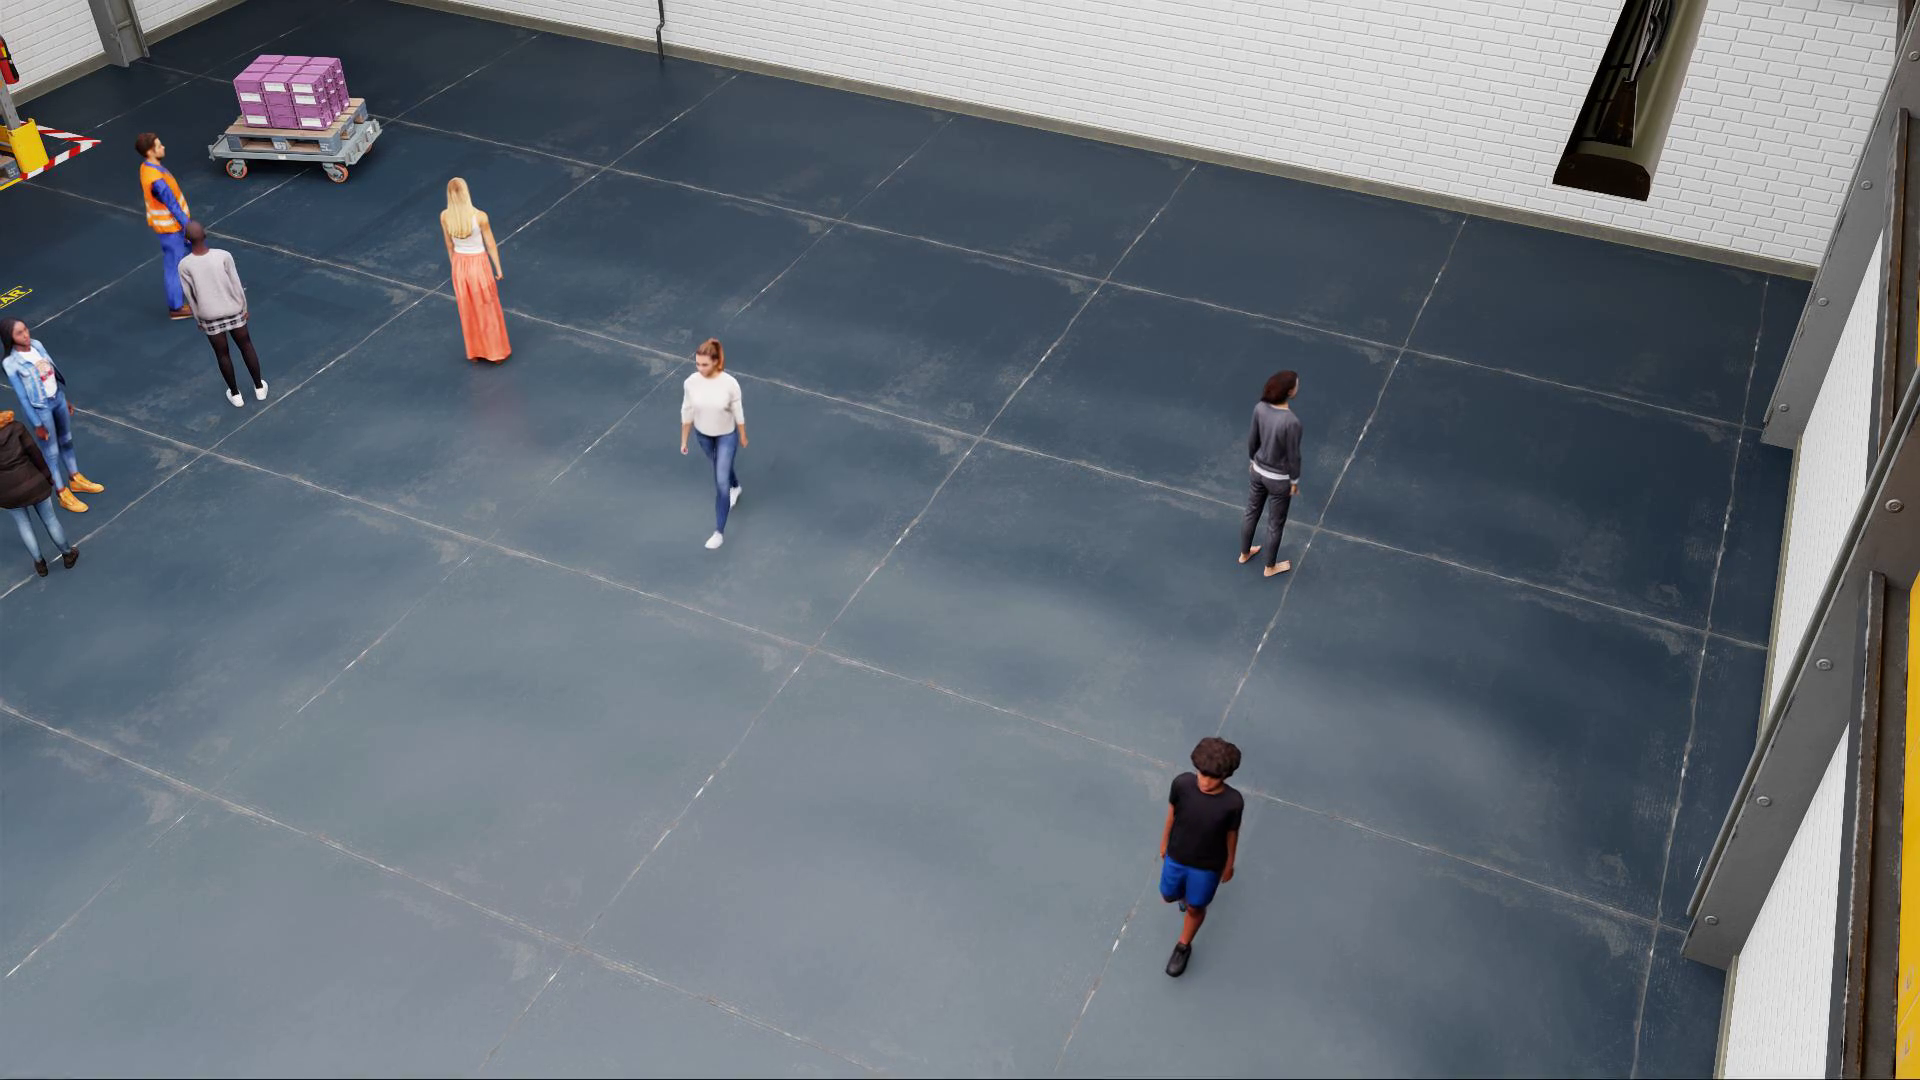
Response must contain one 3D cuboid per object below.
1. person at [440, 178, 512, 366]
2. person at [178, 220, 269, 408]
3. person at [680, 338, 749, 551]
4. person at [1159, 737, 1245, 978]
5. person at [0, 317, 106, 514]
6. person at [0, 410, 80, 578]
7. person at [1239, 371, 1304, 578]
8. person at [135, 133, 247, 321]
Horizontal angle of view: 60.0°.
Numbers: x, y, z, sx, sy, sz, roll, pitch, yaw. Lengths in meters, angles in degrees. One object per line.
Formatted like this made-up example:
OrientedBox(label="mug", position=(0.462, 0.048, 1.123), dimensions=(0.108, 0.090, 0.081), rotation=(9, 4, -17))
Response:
OrientedBox(label="person", position=(-4.369, -2.402, 14.924), dimensions=(0.680, 1.801, 0.660), rotation=(6, 39, 8))
OrientedBox(label="person", position=(-6.398, -1.966, 14.401), dimensions=(0.666, 1.772, 0.759), rotation=(-19, 43, -23))
OrientedBox(label="person", position=(-1.885, -0.844, 13.077), dimensions=(0.749, 1.671, 1.159), rotation=(10, 40, 13))
OrientedBox(label="person", position=(1.414, 1.762, 9.725), dimensions=(0.629, 1.782, 0.907), rotation=(18, 42, 22))
OrientedBox(label="person", position=(-7.303, -1.029, 13.276), dimensions=(0.714, 1.712, 0.550), rotation=(5, 39, 6))
OrientedBox(label="person", position=(-7.123, -0.433, 12.591), dimensions=(0.737, 1.634, 0.811), rotation=(-18, 42, -21))
OrientedBox(label="person", position=(2.361, -0.508, 12.577), dimensions=(0.648, 1.770, 0.680), rotation=(-30, 48, -32))
OrientedBox(label="person", position=(-7.427, -2.880, 15.493), dimensions=(1.107, 1.837, 1.015), rotation=(-16, 41, -19))
